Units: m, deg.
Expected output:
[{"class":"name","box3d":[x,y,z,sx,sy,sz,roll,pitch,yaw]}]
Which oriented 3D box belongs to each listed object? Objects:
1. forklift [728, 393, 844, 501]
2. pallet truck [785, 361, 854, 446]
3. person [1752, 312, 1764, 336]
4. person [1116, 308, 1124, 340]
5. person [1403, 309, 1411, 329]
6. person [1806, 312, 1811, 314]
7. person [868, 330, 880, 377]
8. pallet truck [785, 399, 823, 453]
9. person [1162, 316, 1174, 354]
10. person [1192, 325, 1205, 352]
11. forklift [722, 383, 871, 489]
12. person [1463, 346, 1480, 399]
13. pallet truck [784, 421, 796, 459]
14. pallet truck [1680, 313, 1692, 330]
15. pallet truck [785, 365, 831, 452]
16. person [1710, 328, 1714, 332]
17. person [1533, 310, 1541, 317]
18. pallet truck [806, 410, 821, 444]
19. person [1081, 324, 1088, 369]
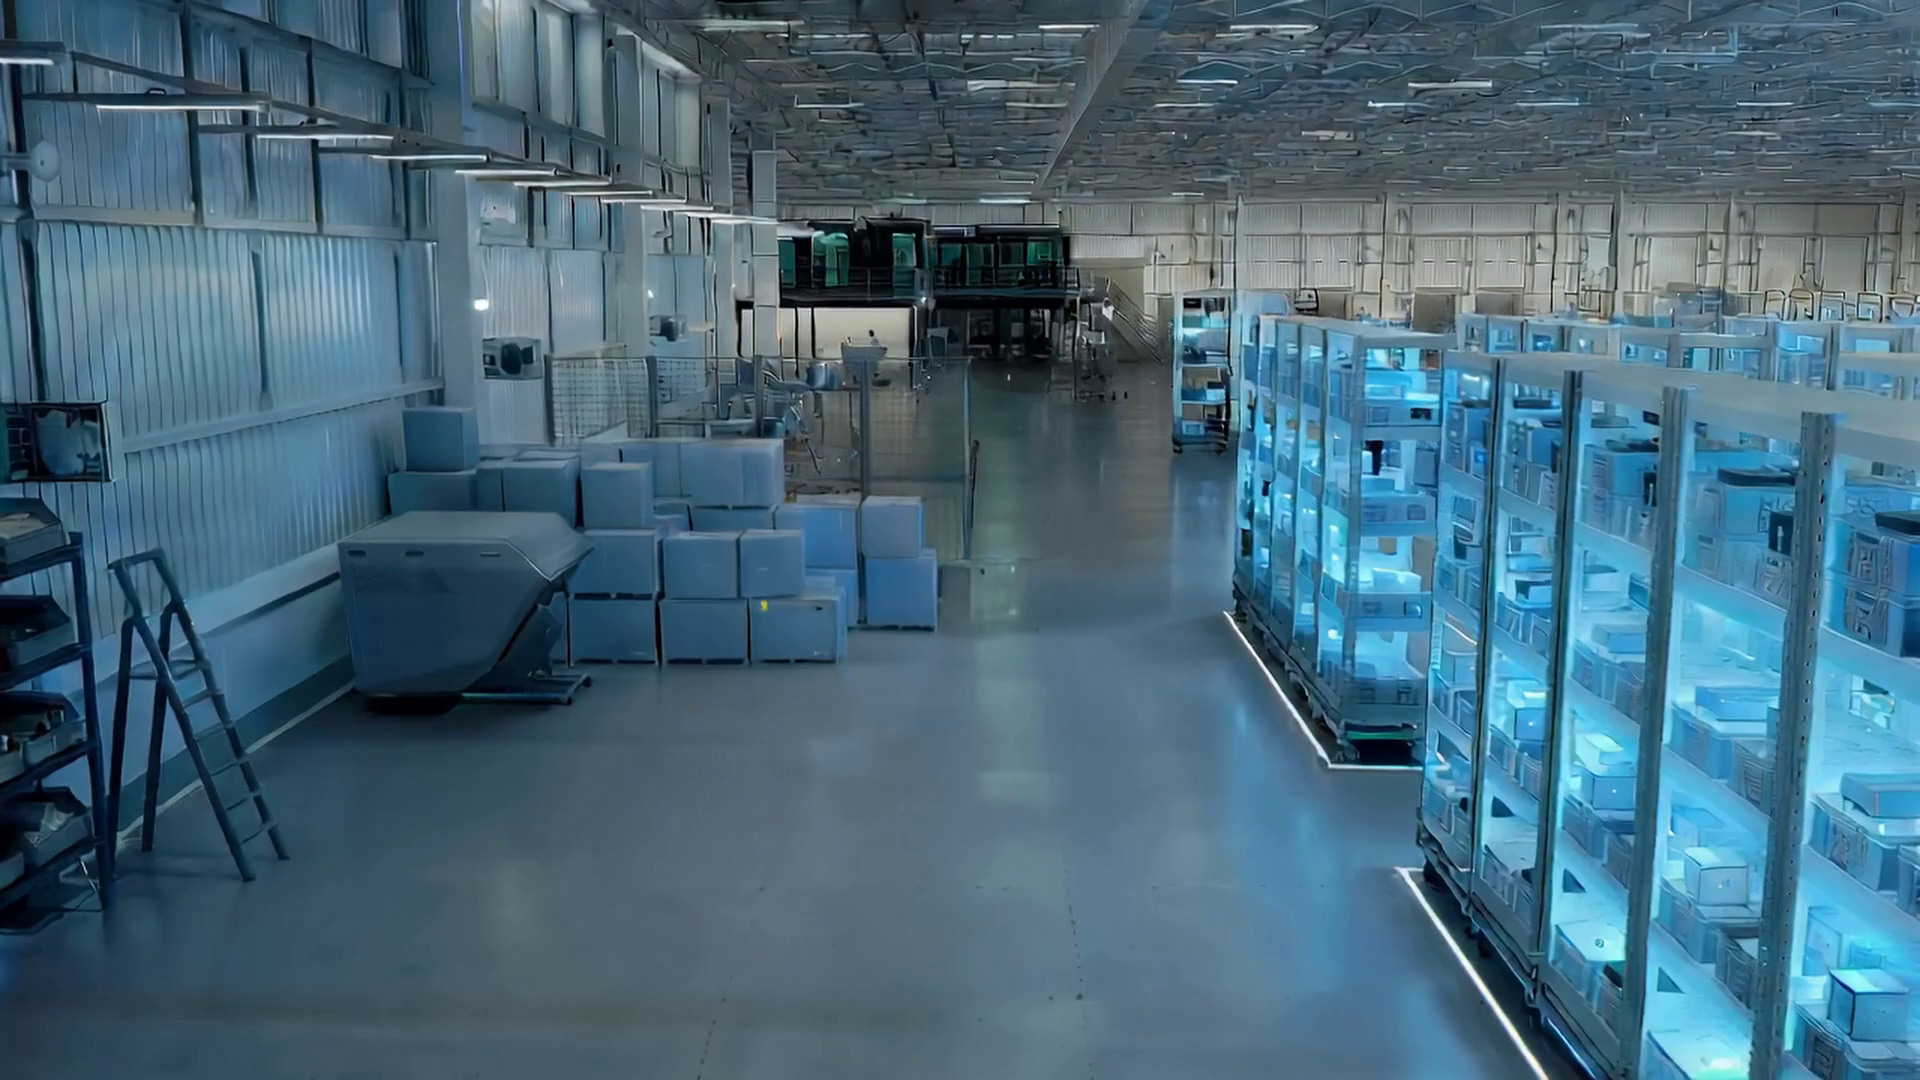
[{"class":"forklift","box3d":[-2.979,-1.316,26.476,2.680,1.987,1.157,0,9,1]},{"class":"pallet truck","box3d":[-3.410,-3.193,38.978,1.885,1.965,0.823,0,9,-1]},{"class":"person","box3d":[41.022,-10.757,85.504,0.697,2.000,1.015,0,9,-1]},{"class":"person","box3d":[9.434,-12.662,97.601,0.448,1.934,0.621,-1,9,-5]},{"class":"person","box3d":[25.362,-12.141,94.428,0.589,1.918,0.393,-7,11,-36]},{"class":"person","box3d":[44.867,-11.132,88.164,0.366,1.932,0.629,2,9,13]},{"class":"person","box3d":[-3.487,-7.227,64.433,0.908,1.804,0.556,2,9,11]},{"class":"pallet truck","box3d":[-3.814,-2.432,36.419,1.630,1.274,0.653,0,9,1]},{"class":"person","box3d":[10.268,-10.109,82.026,0.609,1.871,0.451,2,9,13]},{"class":"person","box3d":[11.320,-9.595,78.861,0.595,1.866,0.492,-1,9,-7]},{"class":"forklift","box3d":[-2.893,-1.687,28.729,2.680,1.987,1.157,0,9,-1]},{"class":"person","box3d":[15.641,-5.013,50.832,0.877,1.786,0.604,3,10,20]},{"class":"pallet truck","box3d":[-4.013,-1.793,32.705,1.601,1.201,0.680,0,9,1]},{"class":"pallet truck","box3d":[36.315,-10.531,84.244,0.823,1.965,1.885,-6,11,-33]},{"class":"pallet truck","box3d":[-3.774,-2.976,37.635,1.885,1.965,0.823,1,9,5]},{"class":"person","box3d":[32.181,-8.341,71.079,0.555,1.900,0.992,4,10,24]},{"class":"person","box3d":[33.187,-12.301,95.647,0.518,1.842,0.624,2,9,9]},{"class":"pallet truck","box3d":[-3.559,-2.018,33.905,1.522,1.261,0.704,0,9,-1]},{"class":"person","box3d":[5.271,-8.157,69.838,0.387,1.919,0.594,1,9,9]}]
